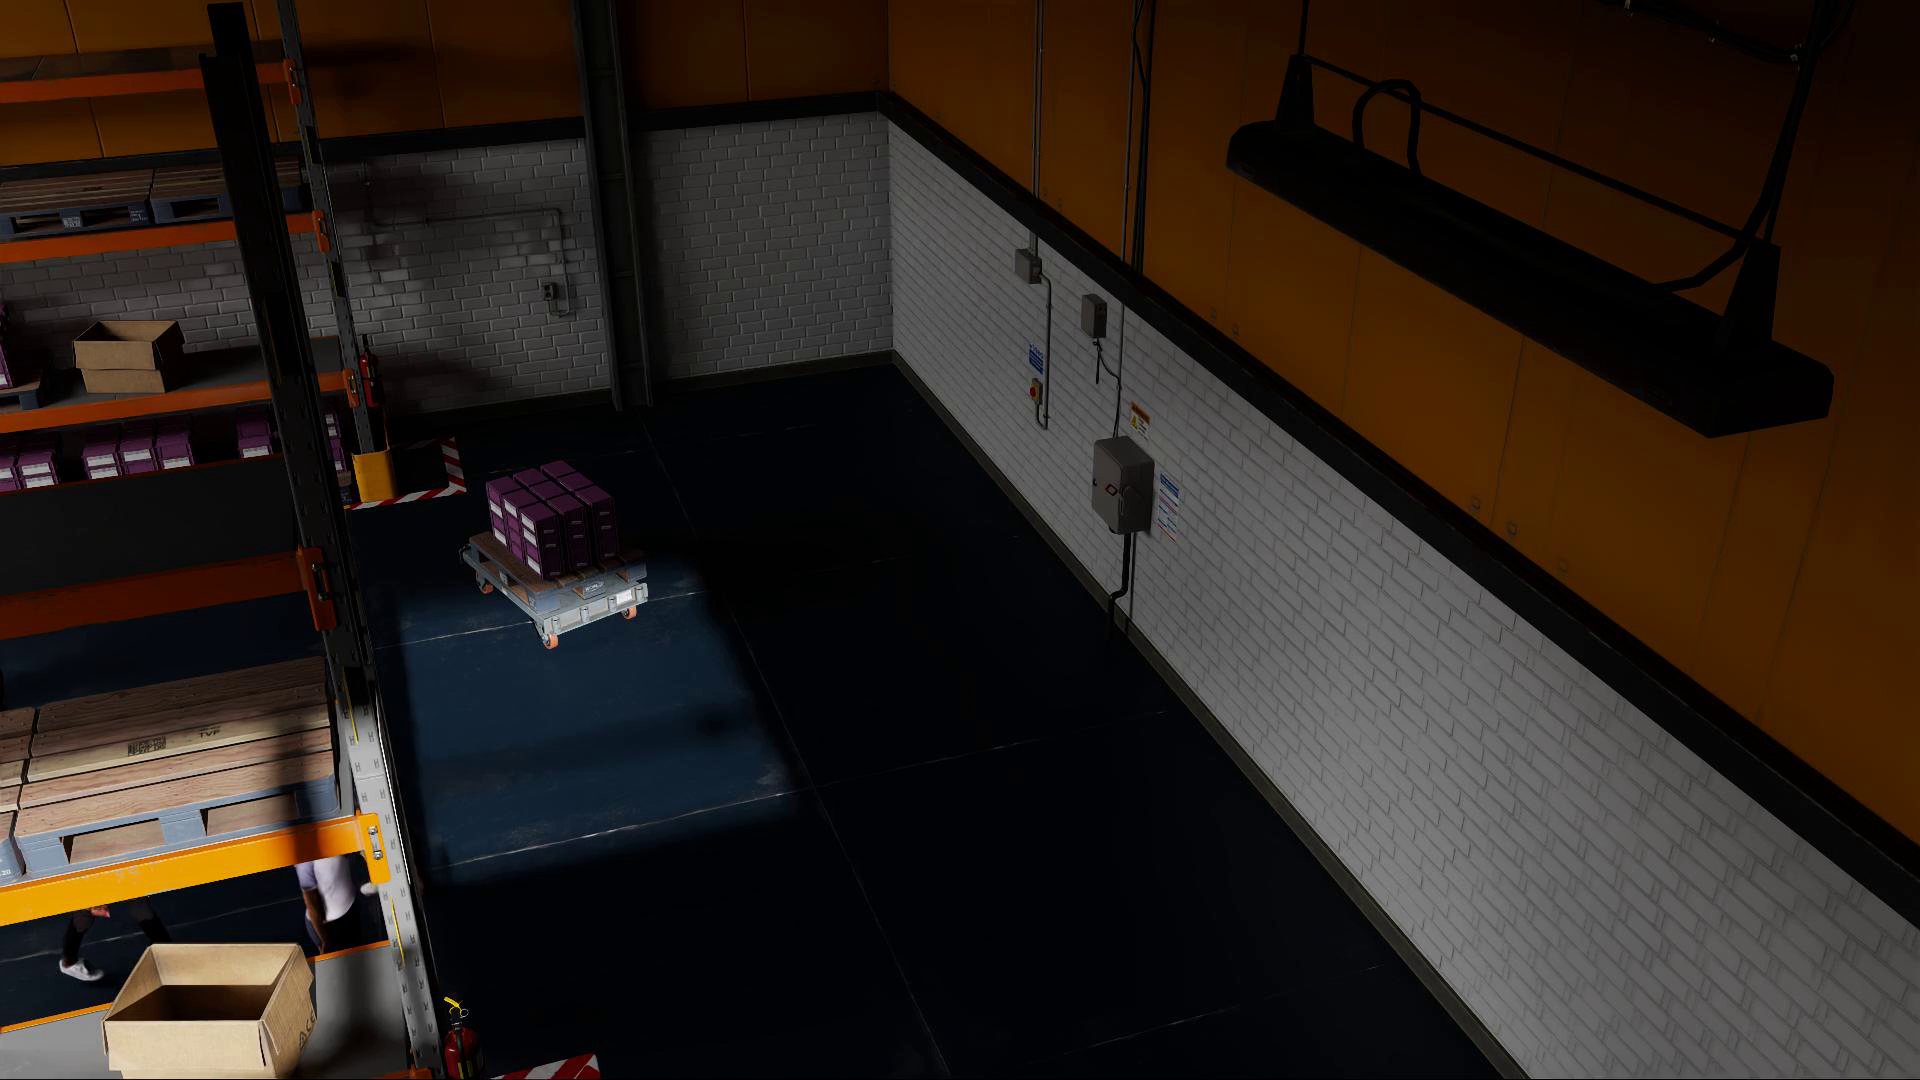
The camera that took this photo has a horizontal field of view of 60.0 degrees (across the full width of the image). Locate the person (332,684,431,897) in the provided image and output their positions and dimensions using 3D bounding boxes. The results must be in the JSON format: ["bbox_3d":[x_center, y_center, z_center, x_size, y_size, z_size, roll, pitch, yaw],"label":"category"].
[{"bbox_3d":[-3.590,1.604,10.438,0.839,1.681,0.797,9,30,17],"label":"person"}]
